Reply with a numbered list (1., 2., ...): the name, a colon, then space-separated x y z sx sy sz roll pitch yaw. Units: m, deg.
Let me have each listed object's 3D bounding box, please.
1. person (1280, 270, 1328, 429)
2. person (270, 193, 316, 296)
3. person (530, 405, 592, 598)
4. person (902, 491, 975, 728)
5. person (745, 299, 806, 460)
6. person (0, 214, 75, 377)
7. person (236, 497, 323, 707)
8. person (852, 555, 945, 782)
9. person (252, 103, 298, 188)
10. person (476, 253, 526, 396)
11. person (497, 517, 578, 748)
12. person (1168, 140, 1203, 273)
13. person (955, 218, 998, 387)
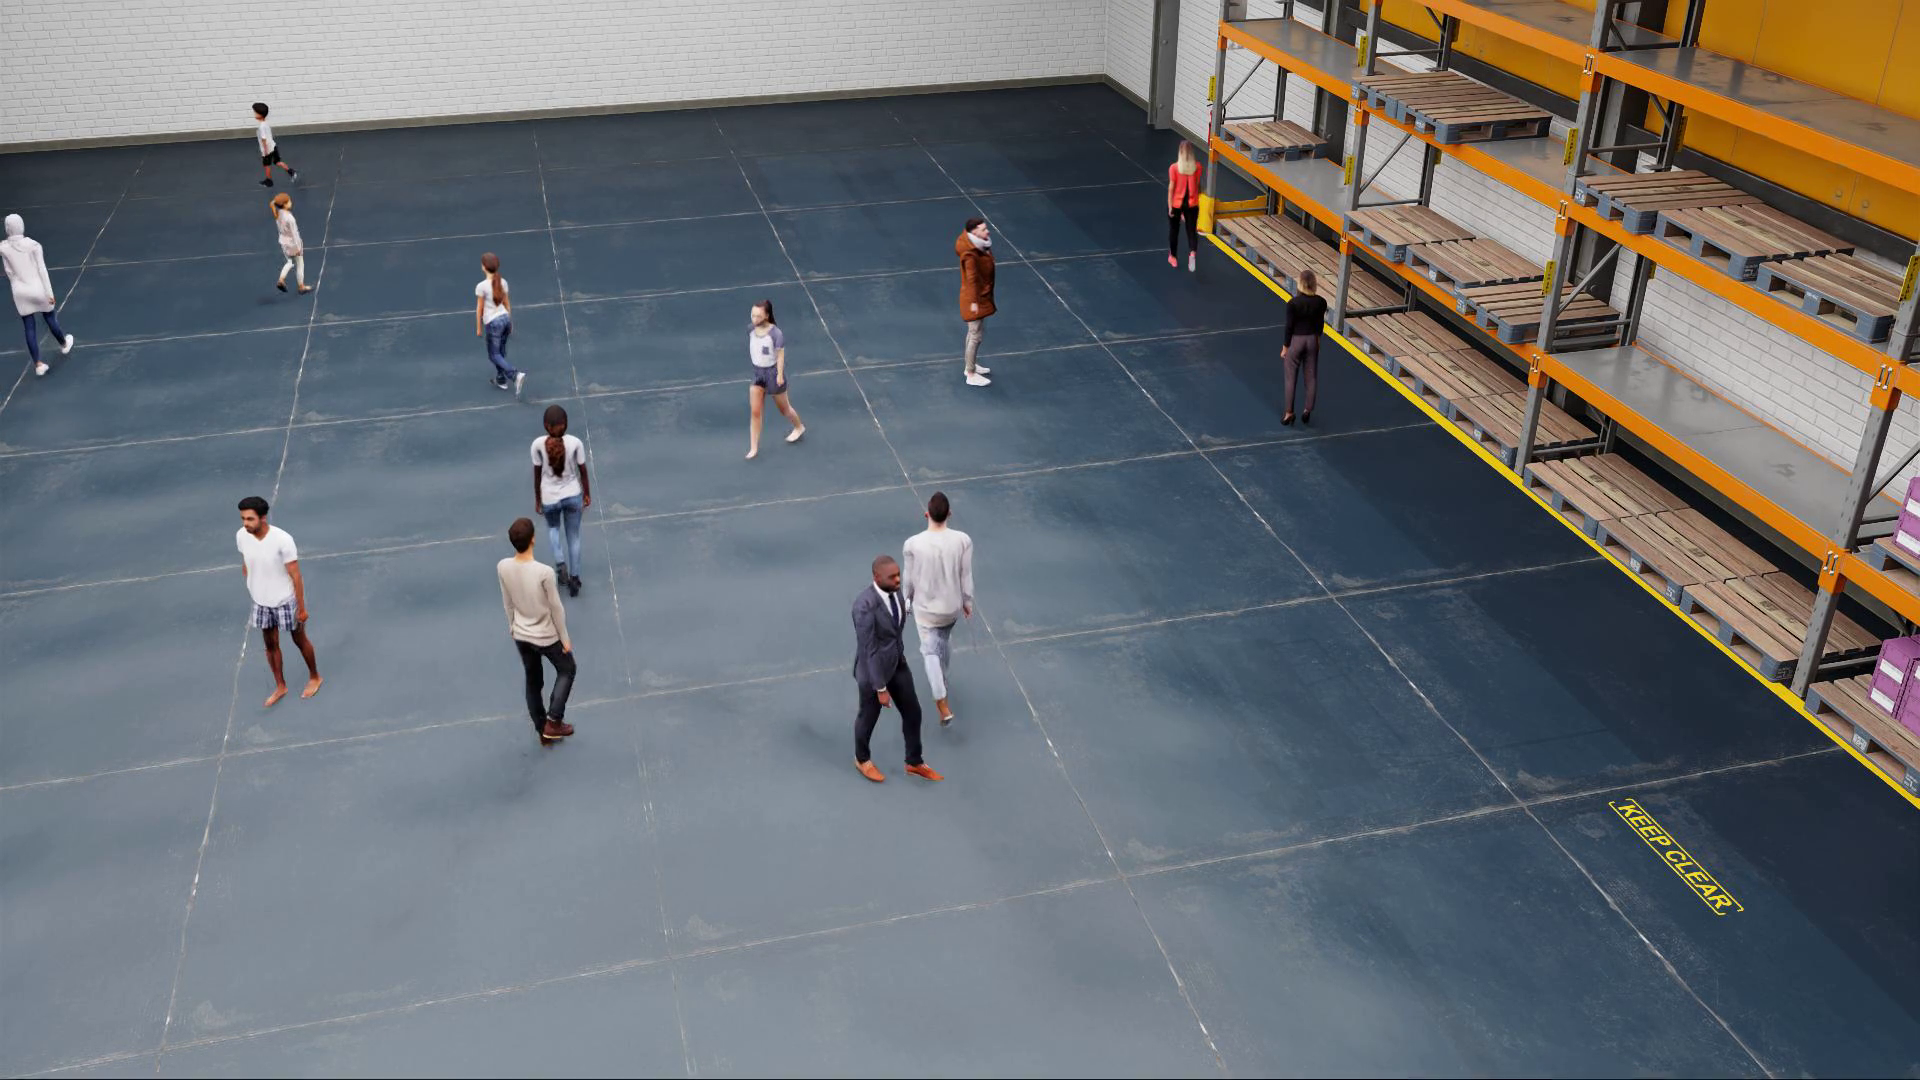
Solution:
1. person: 3.504 -1.950 17.015 0.589 1.669 0.521 -7 29 -12
2. person: -8.298 -3.615 20.458 0.757 1.295 0.802 19 34 31
3. person: -3.334 -0.298 13.942 0.618 1.711 0.620 -6 29 -11
4. person: -0.155 0.524 12.332 0.711 1.809 1.133 -6 29 -11
5. person: -1.840 -1.637 16.503 1.047 1.610 1.103 18 34 30
6. person: -10.218 -2.654 18.239 0.687 1.733 1.111 -5 29 -9
7. person: -5.157 0.421 12.607 0.776 1.728 0.810 7 29 12
8. person: -0.622 0.893 11.666 1.056 1.800 0.984 20 34 32
9. person: -10.175 -5.842 24.590 0.686 1.248 0.793 0 29 0
10. person: -4.916 -2.287 17.762 0.982 1.545 0.856 22 36 35
11. person: -3.067 0.721 11.918 0.782 1.860 0.792 9 30 16
12. person: 2.875 -4.216 21.162 0.723 1.676 1.041 -3 29 -5
13. person: 0.158 -2.604 18.036 0.852 1.838 0.734 1 29 2
